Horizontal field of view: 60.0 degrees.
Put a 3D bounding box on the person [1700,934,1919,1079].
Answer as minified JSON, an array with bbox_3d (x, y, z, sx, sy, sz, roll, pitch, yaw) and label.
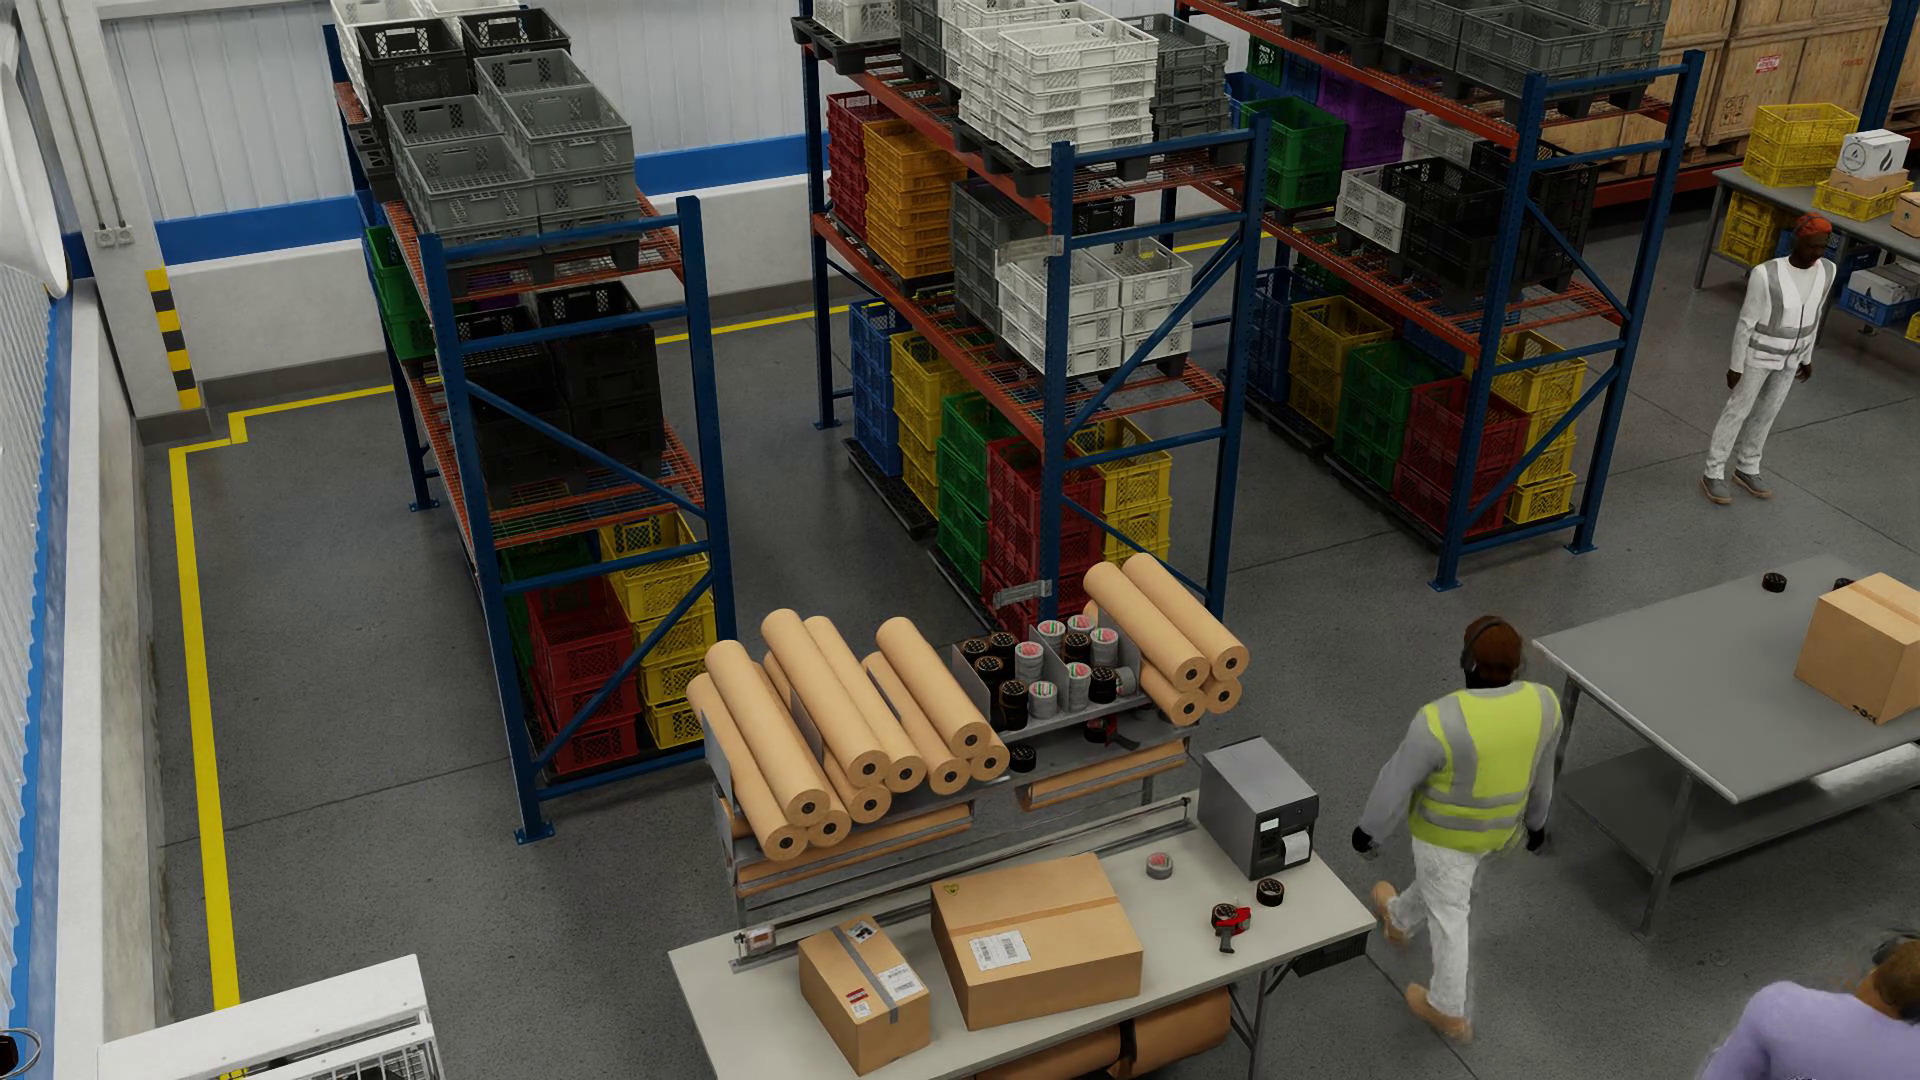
[{"bbox_3d":[2.634,1.971,5.215,0.732,1.895,0.385,10,33,16],"label":"person"}]

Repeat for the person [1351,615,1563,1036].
[{"bbox_3d":[1.944,1.088,6.726,0.752,1.789,0.902,-11,33,-17],"label":"person"}]

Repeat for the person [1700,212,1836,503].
[{"bbox_3d":[4.990,-1.114,10.225,0.584,1.882,0.337,-8,32,-12],"label":"person"}]
